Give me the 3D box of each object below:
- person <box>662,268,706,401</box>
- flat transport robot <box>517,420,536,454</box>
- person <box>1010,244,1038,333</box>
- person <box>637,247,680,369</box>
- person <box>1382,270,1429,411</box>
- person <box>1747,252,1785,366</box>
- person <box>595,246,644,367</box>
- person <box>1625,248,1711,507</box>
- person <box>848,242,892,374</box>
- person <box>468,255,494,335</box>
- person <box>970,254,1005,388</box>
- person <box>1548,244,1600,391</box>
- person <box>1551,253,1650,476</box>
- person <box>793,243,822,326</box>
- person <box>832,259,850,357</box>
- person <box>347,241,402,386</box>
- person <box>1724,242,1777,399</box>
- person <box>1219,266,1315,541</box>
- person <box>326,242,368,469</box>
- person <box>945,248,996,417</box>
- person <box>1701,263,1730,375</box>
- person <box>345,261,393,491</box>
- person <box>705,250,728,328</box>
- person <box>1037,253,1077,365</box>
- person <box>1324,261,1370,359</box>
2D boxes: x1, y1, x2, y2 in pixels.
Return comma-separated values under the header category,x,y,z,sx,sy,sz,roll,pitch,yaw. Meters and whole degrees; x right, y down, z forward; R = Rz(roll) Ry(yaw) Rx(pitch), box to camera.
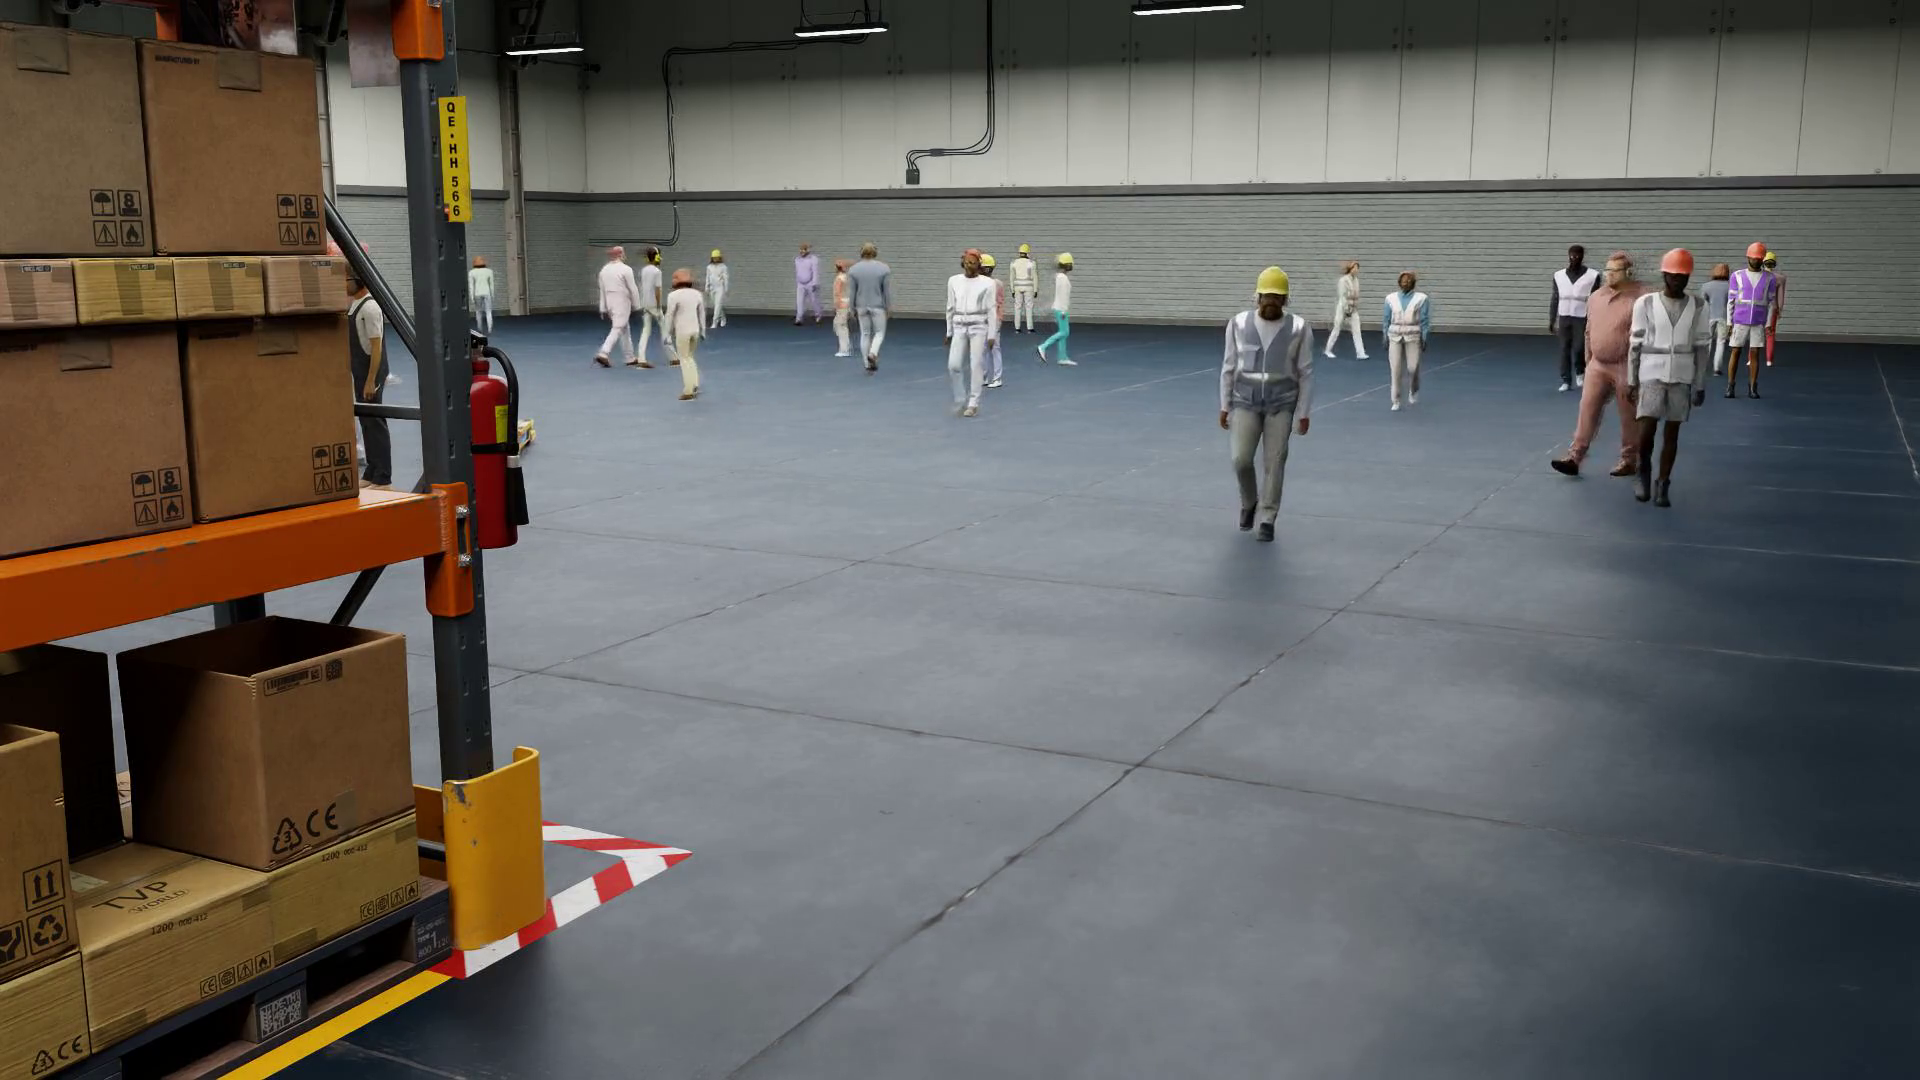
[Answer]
category,x,y,z,sx,sy,sz,roll,pitch,yaw
person,-3.357,-2.516,20.391,0.372,1.611,0.527,8,13,36
flat transport robot,-4.436,-0.986,15.747,0.652,0.197,1.431,-1,10,-8
person,1.333,-5.188,34.400,0.590,1.833,0.404,4,11,19
person,-4.584,-3.538,25.403,0.516,1.828,0.937,10,14,43
person,5.177,-2.319,19.333,0.525,1.629,0.458,4,11,23
person,12.468,-3.566,25.769,0.518,1.757,0.340,3,11,16
person,-5.305,-3.601,25.686,0.643,1.863,0.983,9,13,39
person,5.275,-1.200,12.390,0.567,1.926,0.400,2,11,12
person,-1.317,-3.377,24.267,0.648,1.927,0.505,2,11,8
person,-9.706,-4.969,33.777,0.505,1.618,0.584,-4,11,-22
person,0.360,-2.915,22.190,0.327,1.767,0.533,-10,14,-43
person,7.982,-2.881,21.639,0.616,1.902,0.454,7,13,35
person,5.381,-1.433,13.823,0.951,1.860,0.679,-8,13,-36
person,-3.420,-5.766,37.509,0.645,1.862,1.003,5,11,24
person,-2.018,-3.864,27.719,0.433,1.623,0.538,2,11,12
person,-7.958,-2.968,22.006,0.627,1.944,1.032,6,12,30
person,9.814,-2.721,20.663,0.542,1.938,0.358,3,11,18
person,2.033,-0.897,11.036,0.627,1.816,0.425,3,11,14
person,-5.445,-1.557,14.229,0.802,1.968,0.622,-8,13,-37
person,0.102,-2.299,18.517,0.616,1.874,0.498,4,11,19
person,10.999,-3.192,24.113,0.517,1.622,0.394,7,13,34
person,-4.630,-1.256,12.945,0.346,1.840,0.505,-6,12,-31
person,-5.328,-5.532,36.616,0.488,1.715,0.839,4,11,20
person,1.523,-3.587,25.893,0.560,1.756,0.531,0,10,-2
person,6.345,-3.765,27.295,0.513,1.602,0.846,-7,13,-34
